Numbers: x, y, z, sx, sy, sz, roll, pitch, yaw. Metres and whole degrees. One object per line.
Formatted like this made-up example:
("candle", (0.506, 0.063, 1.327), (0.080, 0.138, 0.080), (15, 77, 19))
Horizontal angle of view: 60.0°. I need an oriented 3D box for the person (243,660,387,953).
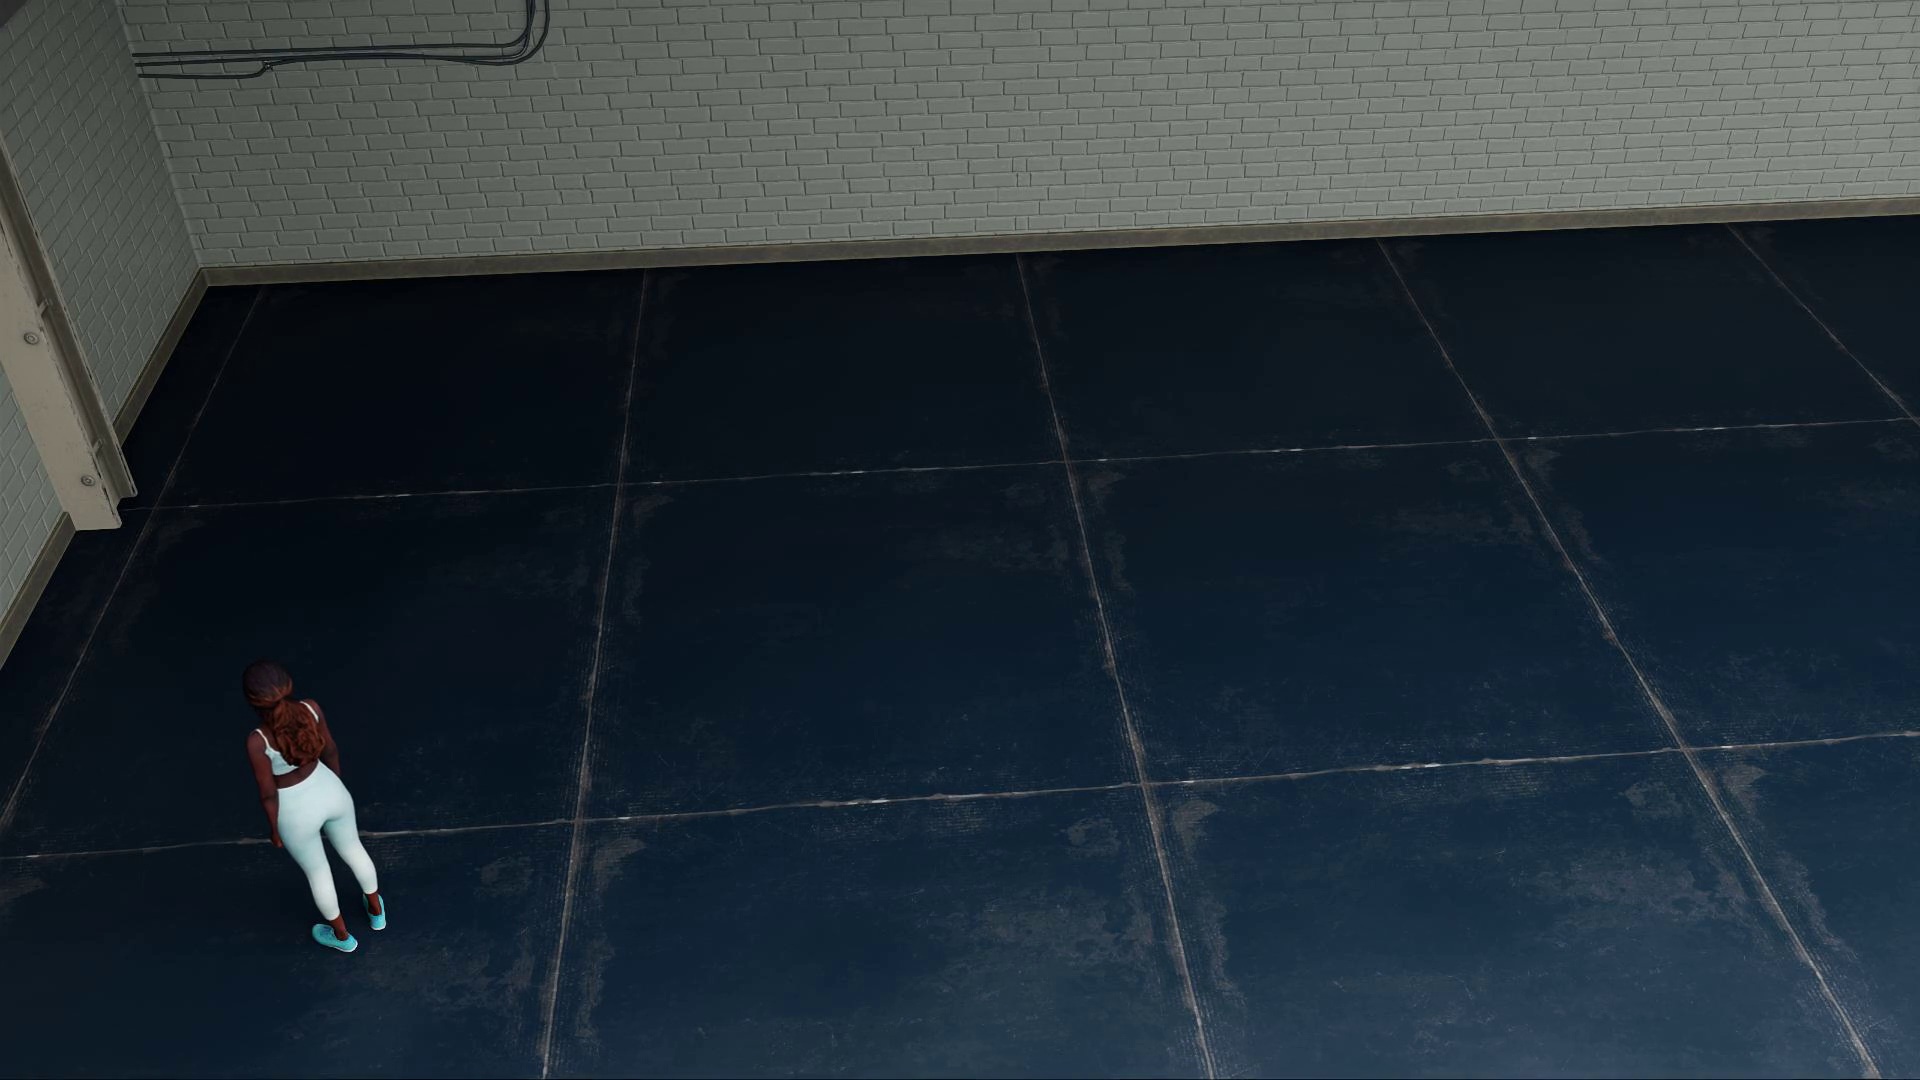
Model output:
("person", (-2.974, 1.225, 7.616), (0.716, 1.725, 0.649), (25, 44, 28))
